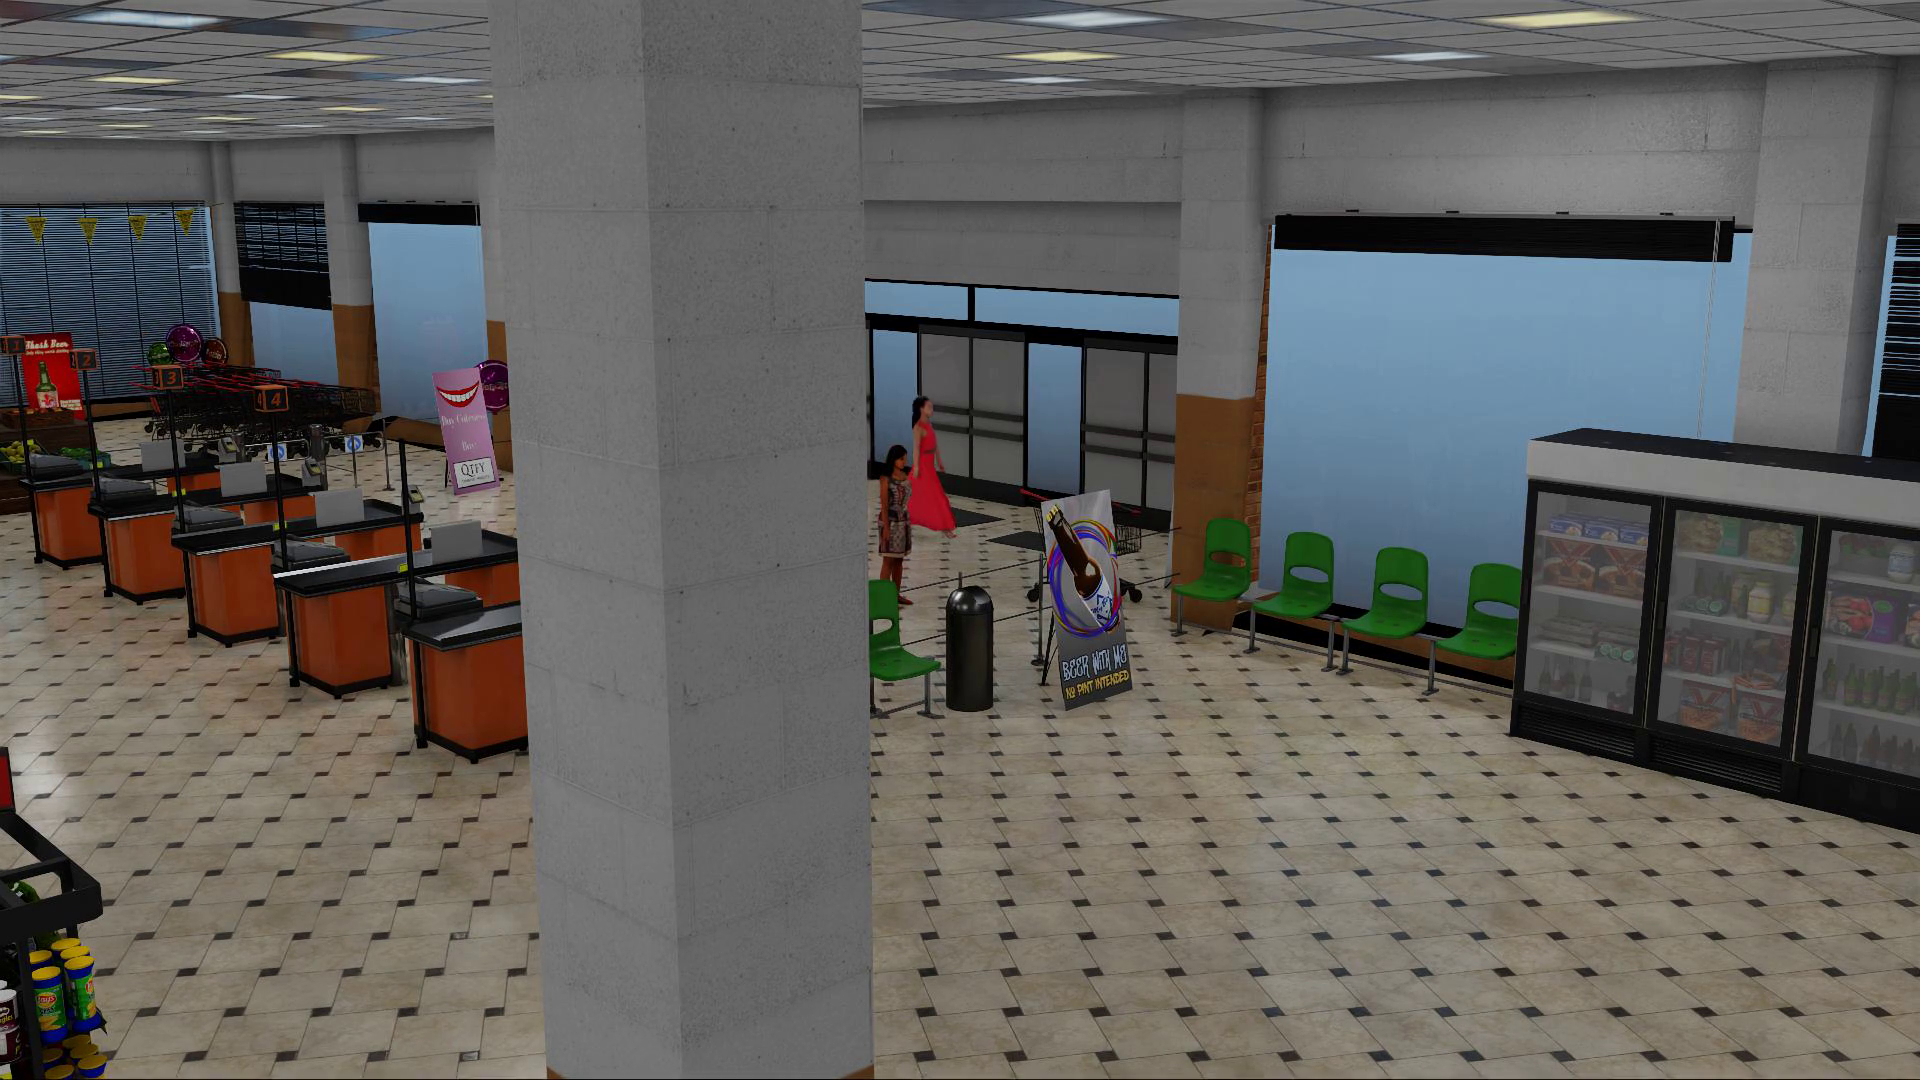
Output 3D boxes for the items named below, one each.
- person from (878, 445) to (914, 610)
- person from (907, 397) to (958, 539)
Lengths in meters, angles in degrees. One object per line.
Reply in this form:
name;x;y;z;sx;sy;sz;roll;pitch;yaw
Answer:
person;-0.655;-0.141;16.649;0.761;1.638;0.560;7;14;30
person;-0.506;-0.833;19.841;0.990;1.676;1.117;4;12;17
